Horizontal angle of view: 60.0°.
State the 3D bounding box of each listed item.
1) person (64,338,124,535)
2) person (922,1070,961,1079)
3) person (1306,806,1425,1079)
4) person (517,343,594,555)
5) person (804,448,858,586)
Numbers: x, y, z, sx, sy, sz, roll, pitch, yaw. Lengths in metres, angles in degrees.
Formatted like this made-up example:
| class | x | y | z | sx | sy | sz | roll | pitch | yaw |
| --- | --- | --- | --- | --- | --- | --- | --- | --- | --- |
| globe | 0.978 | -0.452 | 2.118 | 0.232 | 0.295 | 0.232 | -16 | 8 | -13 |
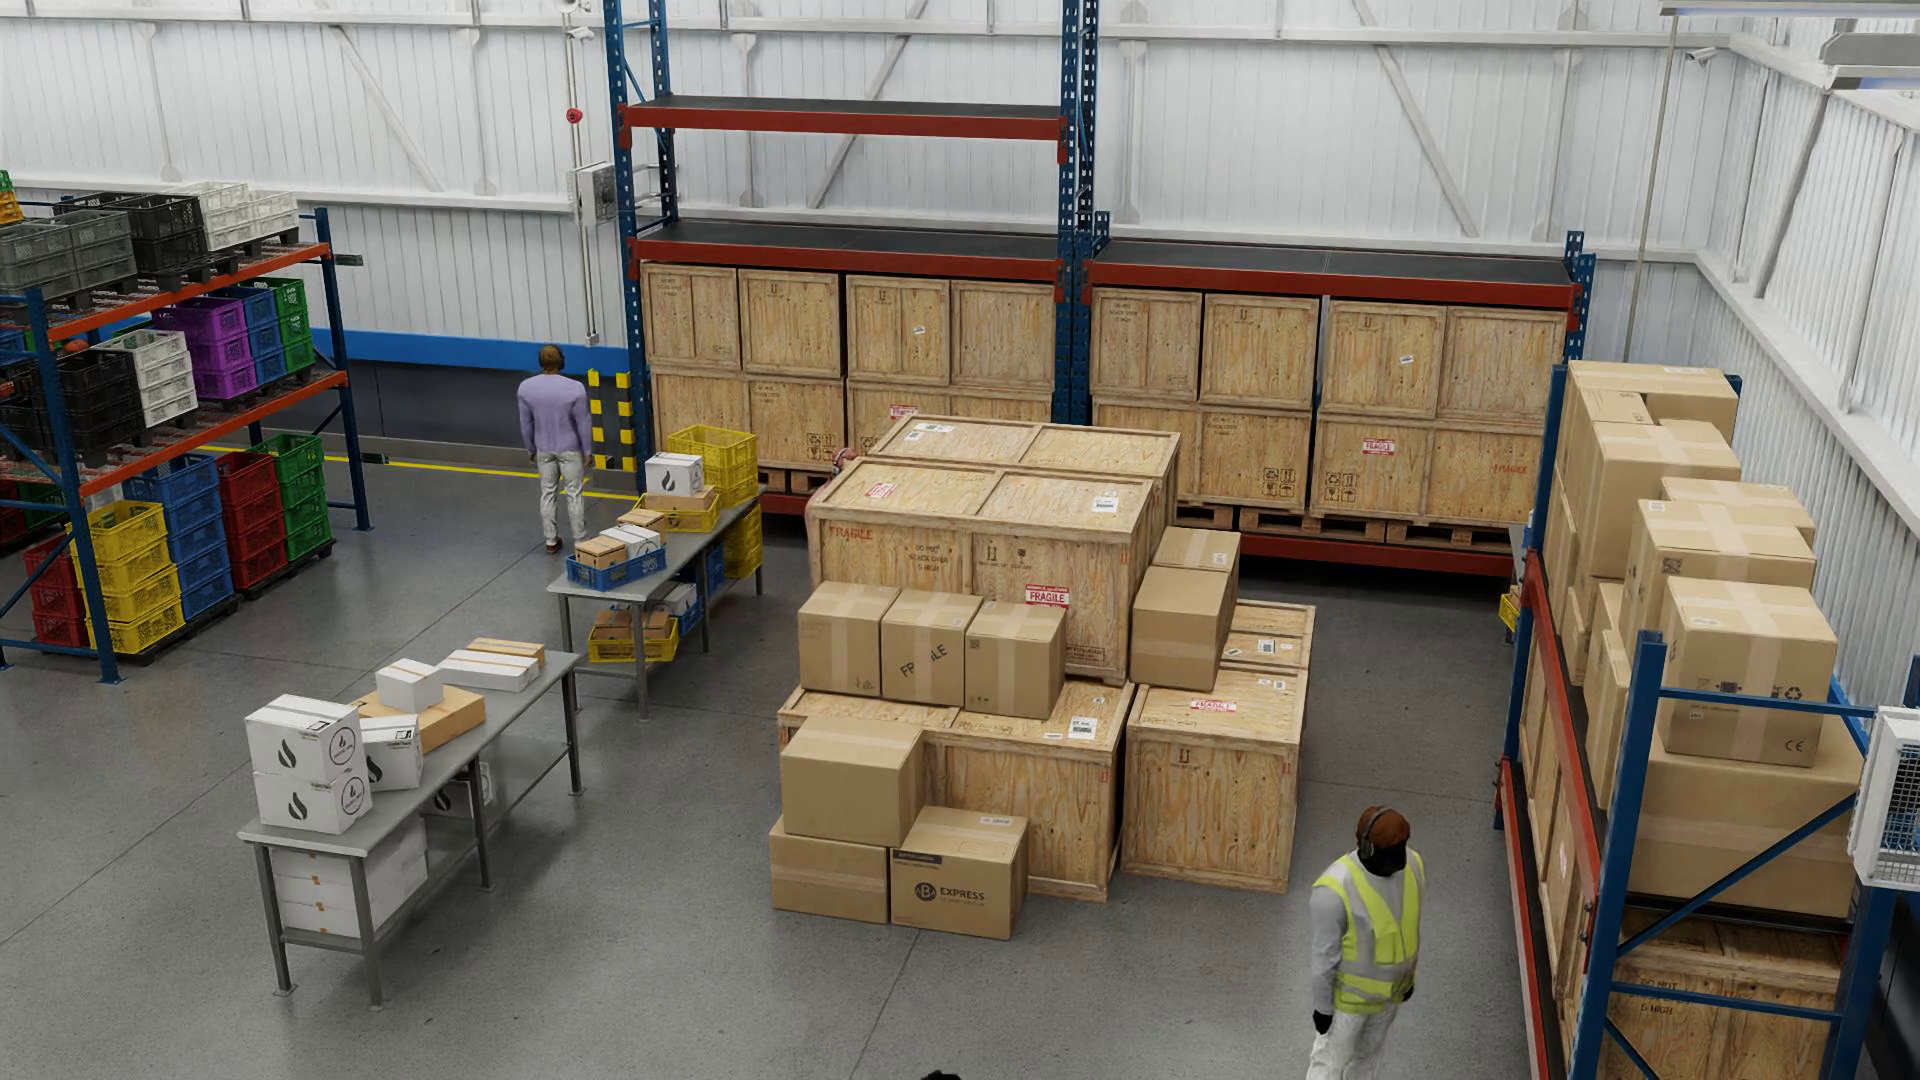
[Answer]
| class | x | y | z | sx | sy | sz | roll | pitch | yaw |
| --- | --- | --- | --- | --- | --- | --- | --- | --- | --- |
| person | -7.876 | -0.909 | 15.142 | 0.575 | 1.885 | 0.355 | 4 | 21 | 10 |
| person | -0.030 | 2.681 | 6.051 | 0.549 | 1.649 | 0.798 | 4 | 21 | 10 |
| person | 1.838 | 2.023 | 7.532 | 0.623 | 1.844 | 0.430 | -14 | 25 | -32 |
| person | -3.563 | -0.802 | 14.786 | 0.635 | 1.938 | 0.359 | 2 | 21 | 6 |
| person | -0.815 | 0.228 | 12.159 | 0.635 | 1.900 | 0.398 | -18 | 28 | -39 |
